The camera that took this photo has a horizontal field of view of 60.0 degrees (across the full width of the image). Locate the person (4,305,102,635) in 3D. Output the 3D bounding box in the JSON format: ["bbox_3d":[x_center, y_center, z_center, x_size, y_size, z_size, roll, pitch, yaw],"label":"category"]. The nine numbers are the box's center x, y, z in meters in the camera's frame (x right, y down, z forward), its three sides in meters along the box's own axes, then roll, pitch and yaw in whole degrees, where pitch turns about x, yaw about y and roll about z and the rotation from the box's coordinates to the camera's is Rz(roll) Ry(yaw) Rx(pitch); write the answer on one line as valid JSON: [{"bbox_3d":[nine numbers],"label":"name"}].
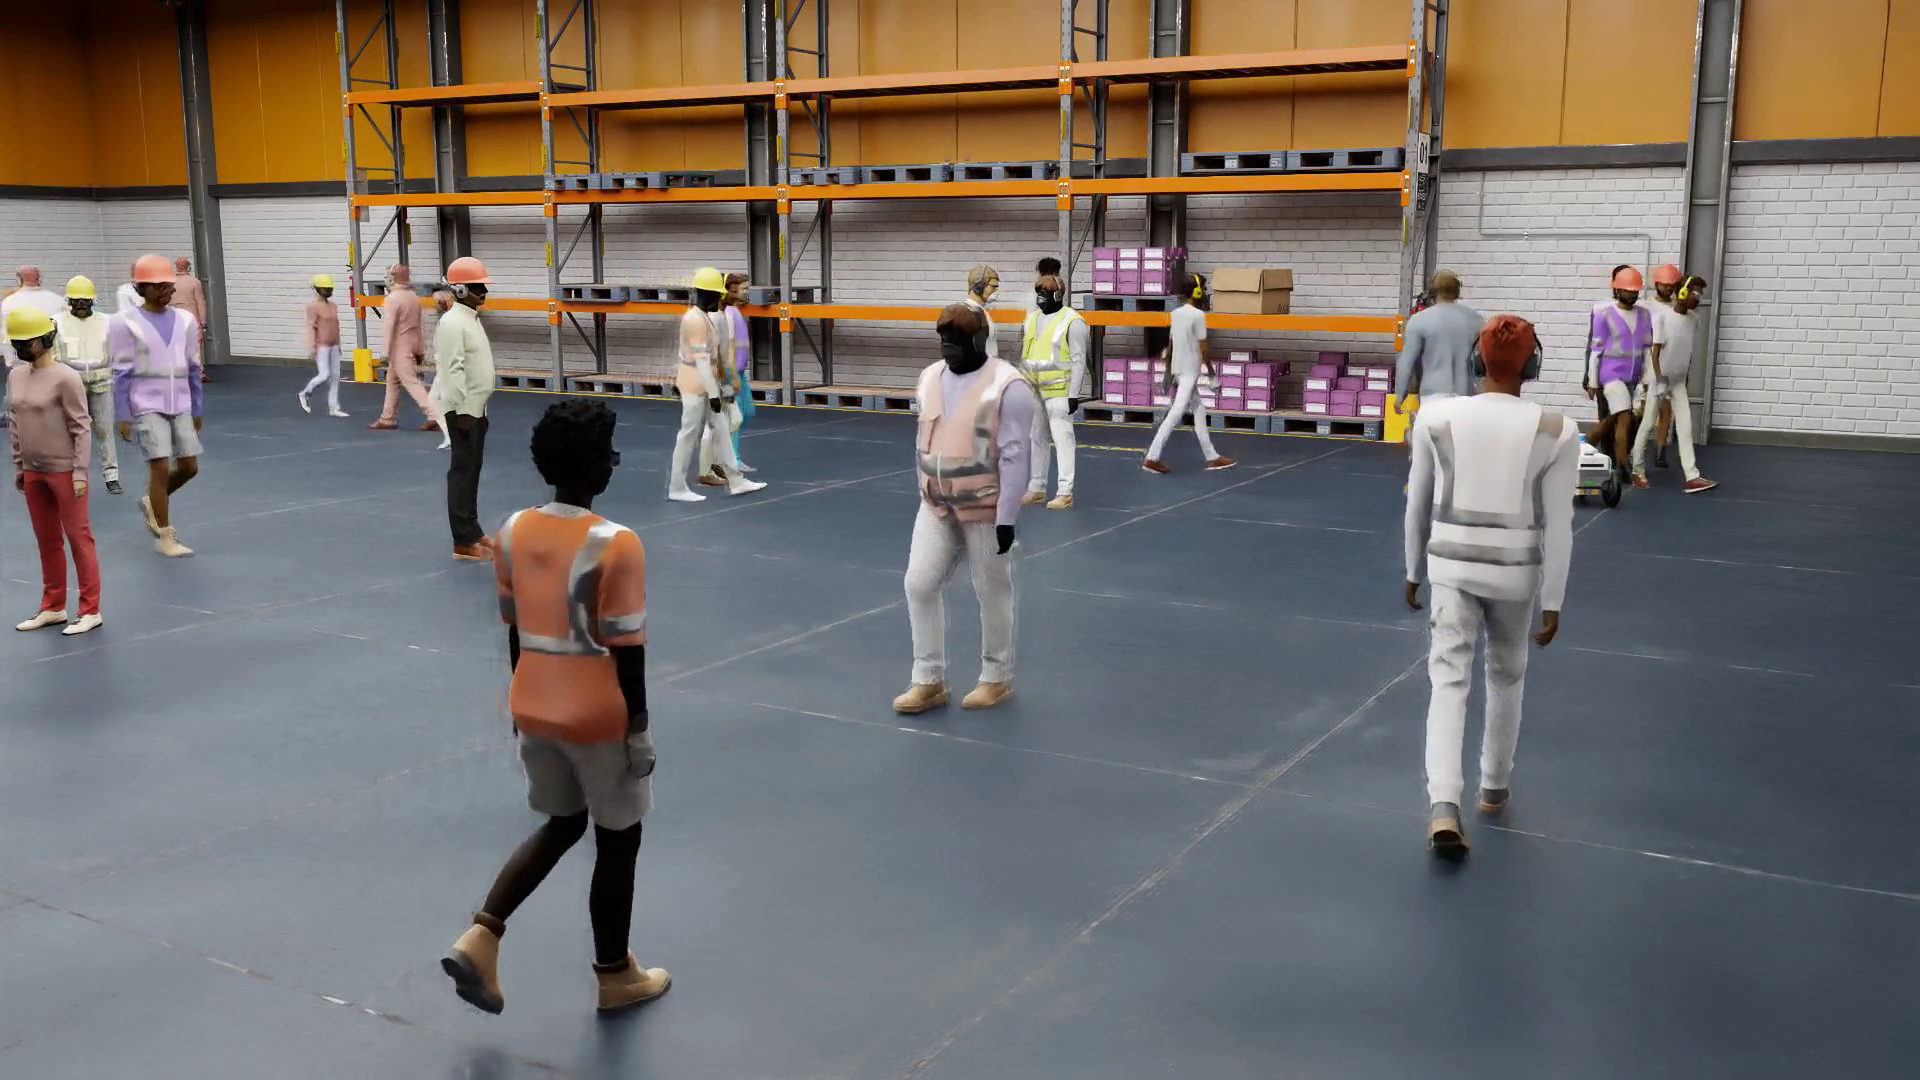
[{"bbox_3d":[-4.856,-0.364,8.862,0.526,1.759,0.341,4,11,23],"label":"person"}]

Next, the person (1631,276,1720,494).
[{"bbox_3d":[5.983,-1.294,13.945,0.539,1.813,0.941,-2,10,-12],"label":"person"}]

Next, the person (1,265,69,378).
[{"bbox_3d":[-9.351,-1.851,16.921,0.579,1.885,0.666,9,13,40],"label":"person"}]

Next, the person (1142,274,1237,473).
[{"bbox_3d":[2.091,-1.510,15.199,0.998,1.826,0.506,-3,11,-18],"label":"person"}]

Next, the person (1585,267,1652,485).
[{"bbox_3d":[5.784,-1.463,14.732,0.540,1.898,0.960,-4,11,-19],"label":"person"}]

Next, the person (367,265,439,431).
[{"bbox_3d":[-6.241,-2.148,18.668,0.969,1.867,0.656,1,10,7],"label":"person"}]

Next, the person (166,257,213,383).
[{"bbox_3d":[-11.720,-3.333,25.252,0.651,1.906,0.409,1,10,8],"label":"person"}]

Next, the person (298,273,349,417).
[{"bbox_3d":[-7.733,-2.353,20.155,0.520,1.751,0.525,3,10,17],"label":"person"}]

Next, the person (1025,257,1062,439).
[{"bbox_3d":[0.935,-2.040,17.790,0.426,1.950,0.639,4,11,24],"label":"person"}]

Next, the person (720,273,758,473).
[{"bbox_3d":[-2.081,-1.513,15.164,0.441,1.833,0.580,0,10,2],"label":"person"}]

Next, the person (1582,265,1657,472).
[{"bbox_3d":[5.957,-1.523,15.014,0.590,1.899,0.478,-1,10,-5],"label":"person"}]

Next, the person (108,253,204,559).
[{"bbox_3d":[-5.390,-0.897,11.148,0.653,2.029,0.615,7,12,34],"label":"person"}]

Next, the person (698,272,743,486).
[{"bbox_3d":[-2.086,-1.365,14.286,0.451,1.841,0.539,0,10,2],"label":"person"}]

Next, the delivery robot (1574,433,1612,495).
[{"bbox_3d":[4.984,-0.619,13.437,0.477,0.478,0.707,0,10,1],"label":"delivery robot"}]

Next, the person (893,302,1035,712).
[{"bbox_3d":[-0.013,-0.121,7.290,0.651,1.816,0.704,7,12,36],"label":"person"}]

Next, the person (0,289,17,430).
[{"bbox_3d":[-10.520,-1.994,18.554,0.881,1.582,0.530,0,10,-2],"label":"person"}]

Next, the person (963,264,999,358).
[{"bbox_3d":[0.135,-1.093,12.490,0.373,1.935,0.627,0,10,2],"label":"person"}]

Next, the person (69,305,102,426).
[{"bbox_3d":[-10.142,-2.161,19.254,0.318,1.680,0.535,3,10,15],"label":"person"}]

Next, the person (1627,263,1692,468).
[{"bbox_3d":[6.588,-1.654,15.714,0.560,1.922,0.610,1,10,5],"label":"person"}]

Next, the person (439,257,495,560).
[{"bbox_3d":[-3.256,-0.873,11.066,0.384,1.996,0.610,-1,10,-4],"label":"person"}]

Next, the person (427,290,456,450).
[{"bbox_3d":[-5.187,-1.702,16.798,0.424,1.622,0.545,0,10,-2],"label":"person"}]

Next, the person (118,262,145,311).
[{"bbox_3d":[-11.201,-2.865,22.710,0.492,1.868,0.604,8,13,37],"label":"person"}]

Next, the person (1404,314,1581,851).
[{"bbox_3d":[1.817,0.141,5.777,0.576,1.847,0.957,4,11,21],"label":"person"}]

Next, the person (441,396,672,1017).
[{"bbox_3d":[-1.047,0.472,4.325,0.534,1.684,0.554,8,13,37],"label":"person"}]

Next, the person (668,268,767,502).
[{"bbox_3d":[-1.969,-1.237,13.433,0.901,1.883,0.600,-1,10,-5],"label":"person"}]

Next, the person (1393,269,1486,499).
[{"bbox_3d":[3.631,-1.102,12.651,0.638,1.879,0.992,-3,10,-17],"label":"person"}]

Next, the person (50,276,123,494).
[{"bbox_3d":[-7.258,-1.276,13.827,0.586,1.827,0.404,-6,12,-31],"label":"person"}]

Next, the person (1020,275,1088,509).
[{"bbox_3d":[0.706,-1.170,13.183,0.429,1.843,0.631,-10,14,-44],"label":"person"}]
